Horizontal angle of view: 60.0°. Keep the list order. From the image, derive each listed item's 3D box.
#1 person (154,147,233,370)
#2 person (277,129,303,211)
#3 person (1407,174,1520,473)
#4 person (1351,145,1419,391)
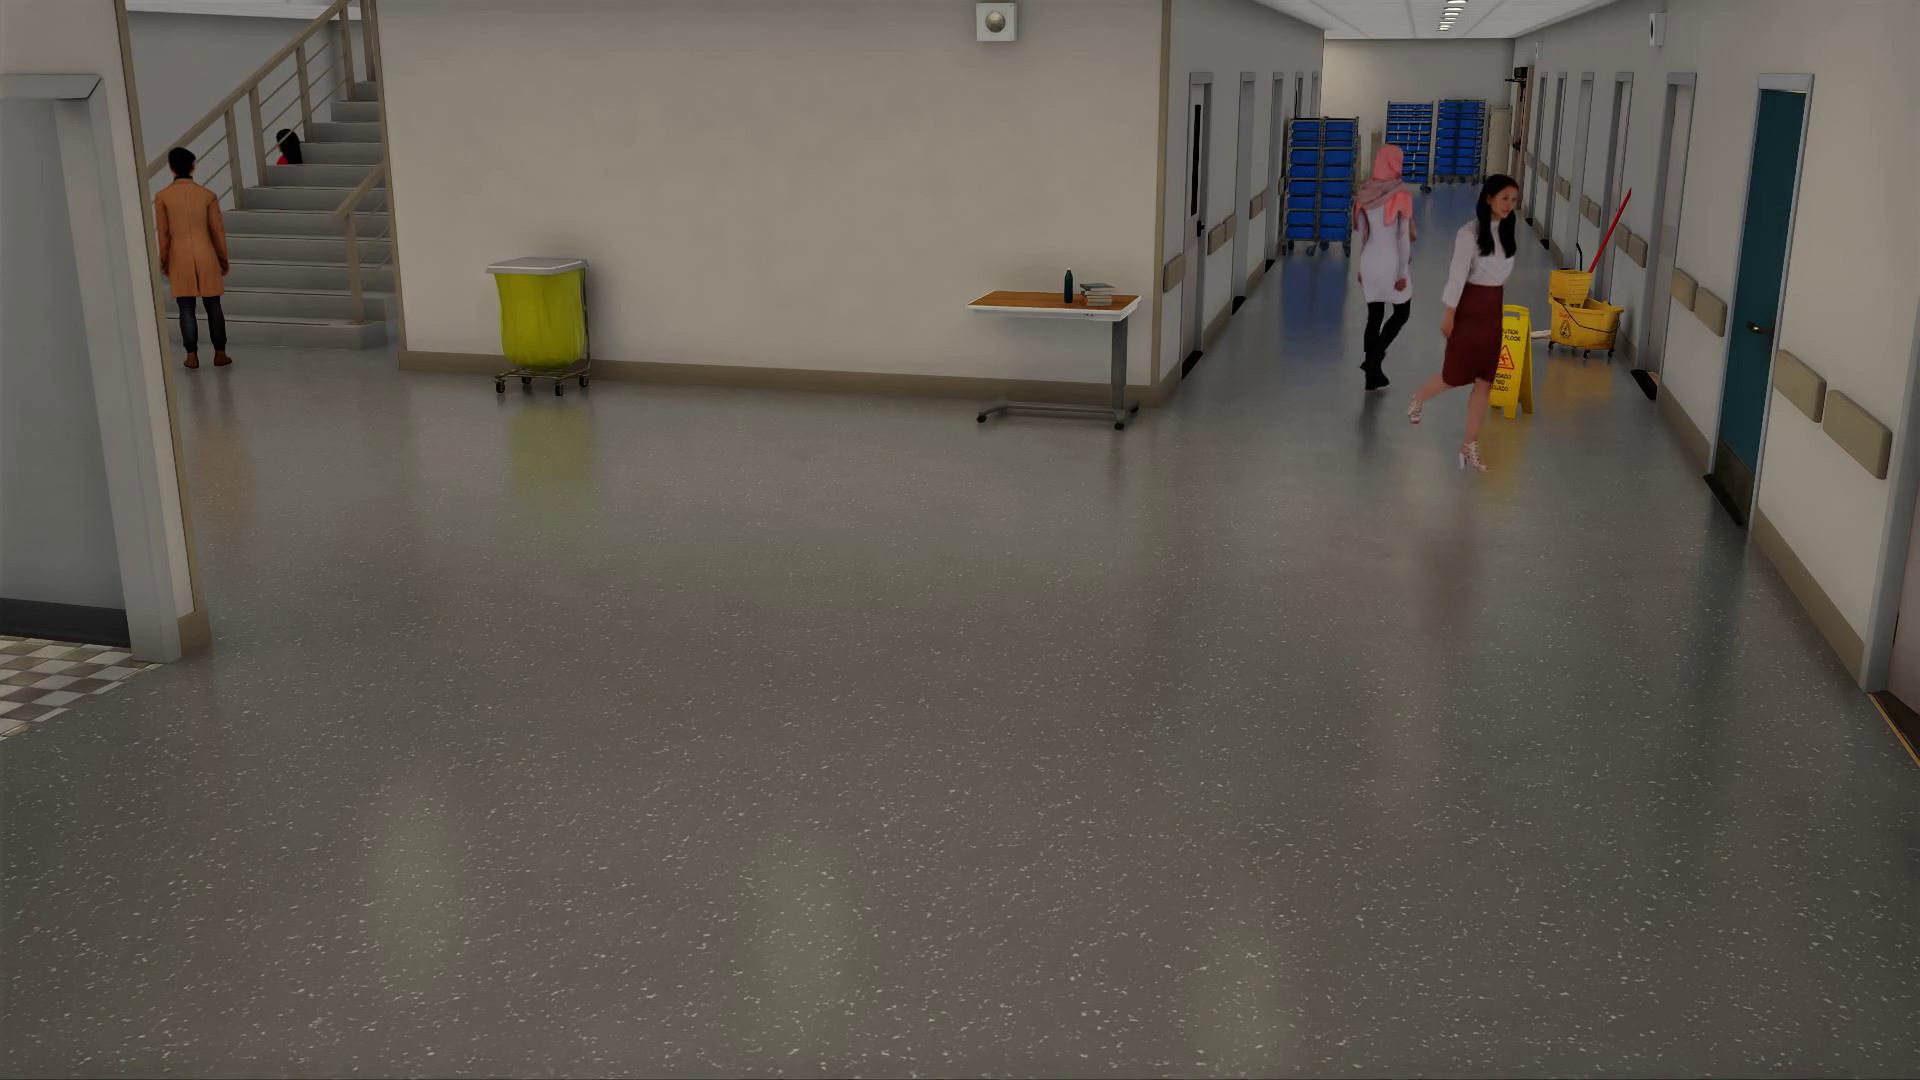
[{"bbox_3d":[-6.100,-2.242,13.223,0.772,1.727,0.815,-7,17,-23],"label":"person"},{"bbox_3d":[-6.912,-3.384,17.313,0.689,1.748,0.567,3,16,9],"label":"person"},{"bbox_3d":[3.017,-1.282,9.898,0.996,1.726,1.065,-8,18,-26],"label":"person"},{"bbox_3d":[3.063,-1.981,12.250,0.776,1.795,0.831,15,22,43],"label":"person"}]
